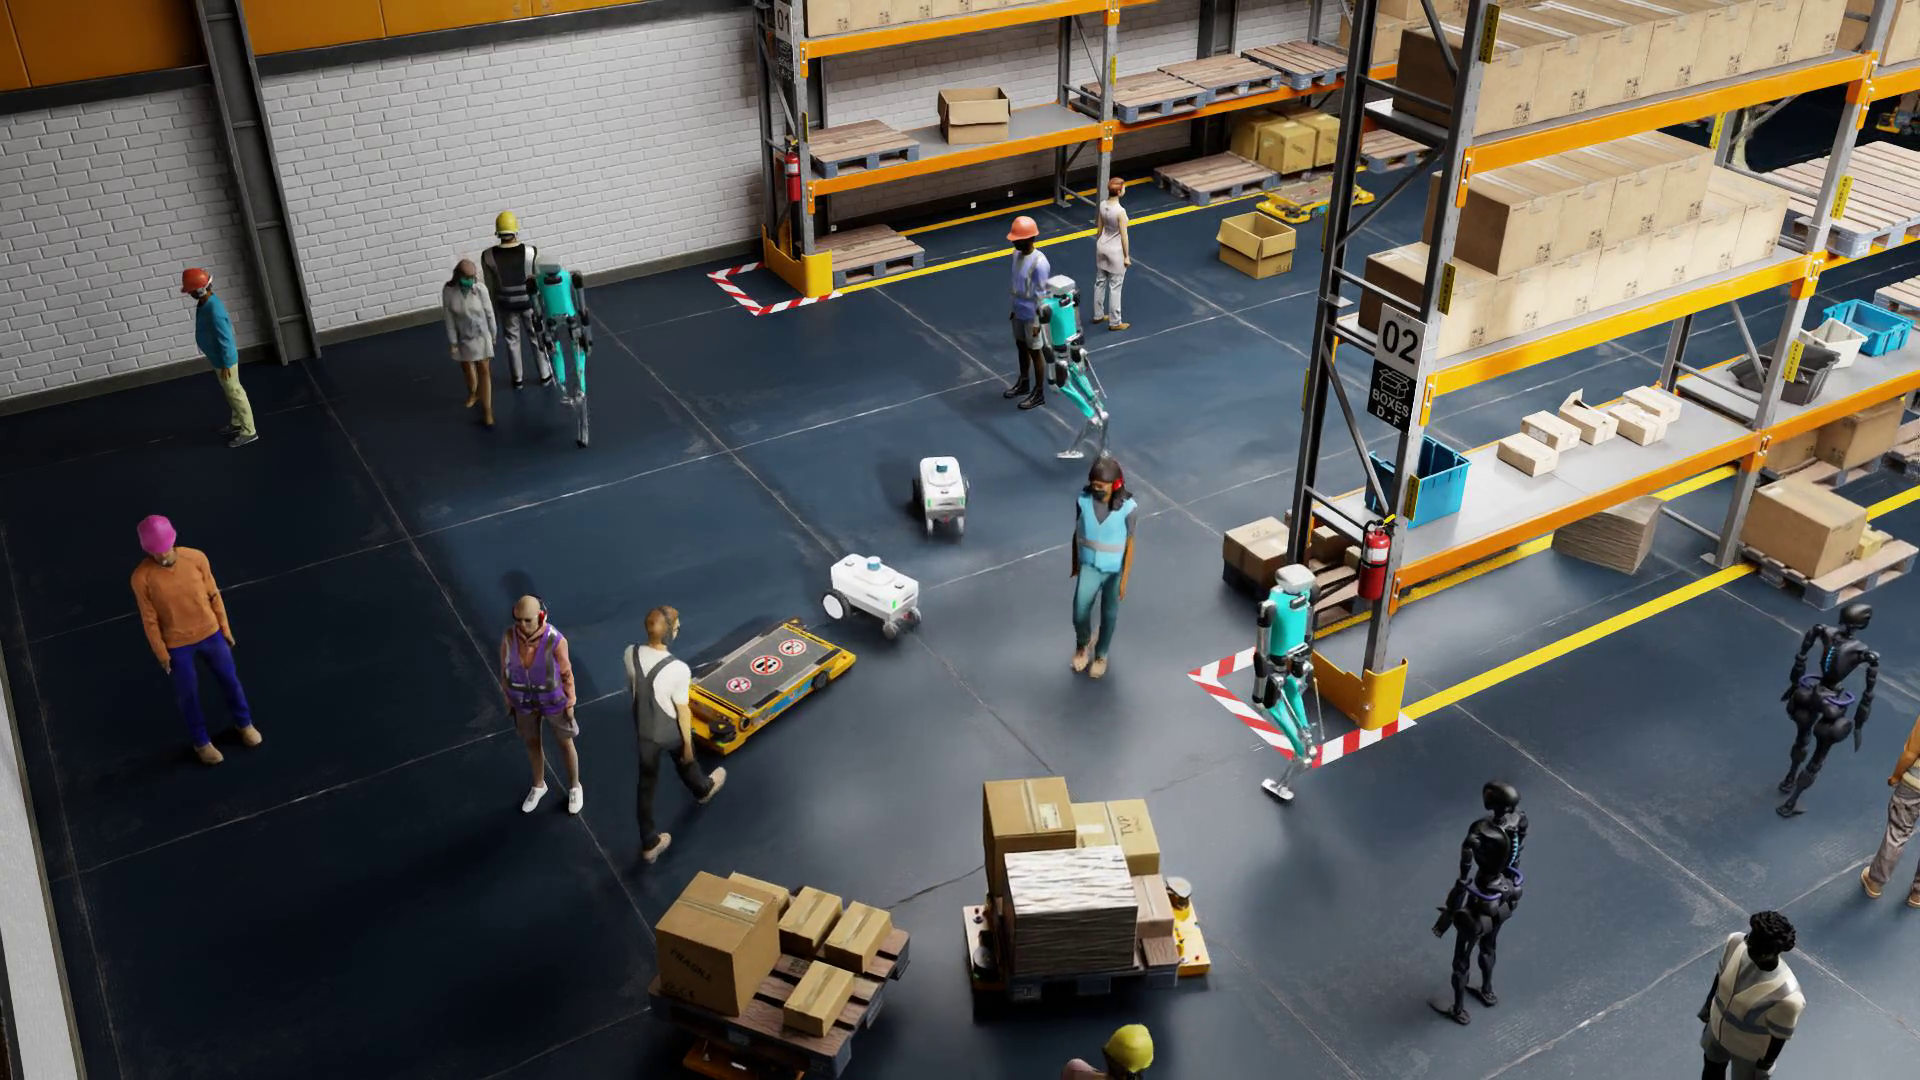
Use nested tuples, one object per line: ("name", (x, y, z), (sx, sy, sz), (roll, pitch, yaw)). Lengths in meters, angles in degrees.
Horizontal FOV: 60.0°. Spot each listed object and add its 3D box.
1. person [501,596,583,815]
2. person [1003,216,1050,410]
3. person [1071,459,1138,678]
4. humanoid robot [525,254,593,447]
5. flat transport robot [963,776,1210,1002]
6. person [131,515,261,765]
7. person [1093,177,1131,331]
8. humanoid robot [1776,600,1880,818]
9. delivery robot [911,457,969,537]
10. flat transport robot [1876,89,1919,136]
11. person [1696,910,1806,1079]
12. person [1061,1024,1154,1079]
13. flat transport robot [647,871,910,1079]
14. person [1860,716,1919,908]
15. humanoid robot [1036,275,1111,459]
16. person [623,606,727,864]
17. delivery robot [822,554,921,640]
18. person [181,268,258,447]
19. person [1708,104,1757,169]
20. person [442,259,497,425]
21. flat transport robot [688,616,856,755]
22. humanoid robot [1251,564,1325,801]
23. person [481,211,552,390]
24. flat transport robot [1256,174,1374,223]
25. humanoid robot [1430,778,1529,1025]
("person", (-2.768, 1.082, 11.015), (0.481, 1.694, 0.350), (3, 32, 4))
("person", (0.629, -2.197, 16.029), (0.382, 1.932, 0.540), (-17, 36, -25))
("person", (1.040, 0.225, 12.241), (0.493, 1.849, 0.471), (10, 33, 16))
("humanoid robot", (-3.674, -1.683, 15.472), (0.545, 1.851, 0.823), (-6, 33, -10))
("flat transport robot", (0.765, 2.420, 10.224), (1.431, 0.231, 0.659), (-3, 32, -5))
("person", (-5.287, 0.664, 11.427), (0.521, 1.969, 0.403), (-23, 39, -32))
("person", (1.621, -3.033, 17.608), (0.286, 1.661, 0.443), (-23, 39, -32))
("humanoid robot", (5.736, 1.091, 11.018), (0.466, 1.645, 0.600), (-17, 36, -26))
("delivery robot", (-0.159, -0.419, 14.501), (0.499, 0.613, 0.807), (-3, 32, -5))
("flat transport robot", (13.704, -5.812, 23.353), (1.431, 0.231, 0.659), (18, 36, 27))
("person", (4.056, 2.572, 8.646), (0.319, 1.692, 0.535), (-9, 33, -14))
("person", (0.591, 3.011, 7.904), (0.577, 1.723, 0.667), (25, 40, 34))
("flat transport robot", (-0.996, 2.653, 9.853), (0.659, 0.231, 1.431), (13, 34, 20))
("person", (5.997, 1.511, 10.254), (0.471, 1.777, 0.315), (14, 35, 21))
("humanoid robot", (1.141, -1.477, 15.056), (0.868, 1.770, 0.596), (25, 40, 34))
("person", (-1.889, 1.184, 10.763), (0.530, 1.788, 0.950), (13, 34, 20))
("delivery robot", (-0.702, 0.405, 13.187), (0.791, 0.614, 0.499), (23, 39, 32))
("person", (-6.880, -1.708, 15.419), (0.336, 1.741, 0.562), (-19, 37, -28))
("person", (9.611, -5.043, 20.695), (1.007, 1.786, 0.569), (14, 35, 21))
("person", (-4.657, -1.904, 15.837), (0.472, 1.615, 0.815), (-3, 32, -5))
("flat transport robot", (-1.488, 1.060, 12.393), (0.659, 0.231, 1.431), (22, 38, 31))
("humanoid robot", (2.273, 1.068, 11.048), (0.550, 1.845, 0.691), (-23, 39, -32))
("person", (-4.345, -2.355, 16.368), (0.589, 1.833, 0.404), (-7, 33, -11))
("flat transport robot", (4.476, -4.297, 20.937), (1.431, 0.231, 0.659), (-20, 37, -29))
("humanoid robot", (2.987, 2.046, 9.496), (0.600, 1.653, 0.313), (-21, 38, -30))
